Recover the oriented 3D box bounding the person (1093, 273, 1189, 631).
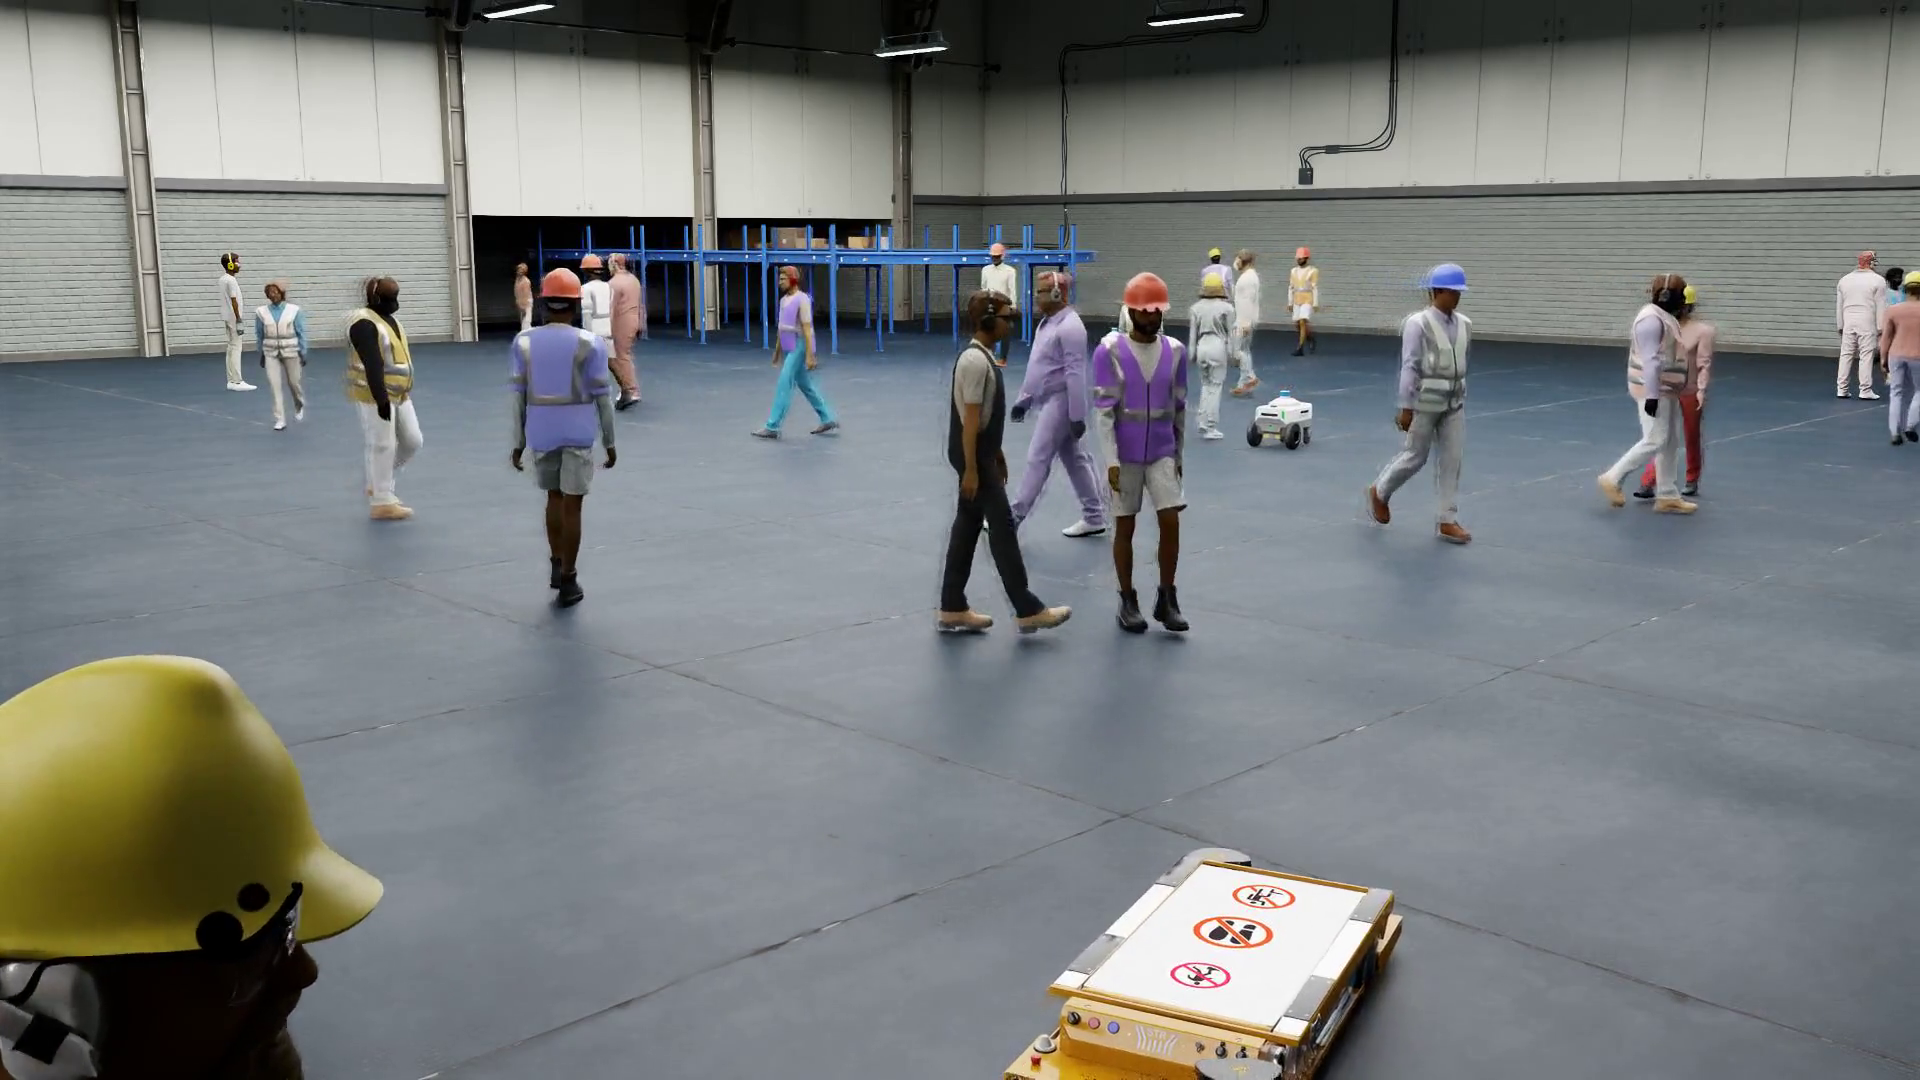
[{"bbox_3d":[0.971,-0.443,8.794,0.549,1.911,0.620,-2,11,-11],"label":"person"}]

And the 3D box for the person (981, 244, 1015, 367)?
[{"bbox_3d":[0.556,-3.758,26.710,0.654,1.964,0.837,5,11,25],"label":"person"}]

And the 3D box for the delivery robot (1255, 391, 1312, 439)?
[{"bbox_3d":[3.291,-1.271,16.875,0.477,0.478,0.707,8,13,36],"label":"delivery robot"}]

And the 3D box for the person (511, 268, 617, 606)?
[{"bbox_3d":[-2.275,-0.608,9.665,0.580,1.917,0.607,1,10,5],"label":"person"}]

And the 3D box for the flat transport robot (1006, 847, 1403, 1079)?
[{"bbox_3d":[0.721,1.185,4.510,0.652,0.197,1.431,5,11,26],"label":"flat transport robot"}]

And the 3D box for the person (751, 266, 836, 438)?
[{"bbox_3d":[-1.741,-1.992,17.571,0.983,1.799,0.588,-5,11,-25],"label":"person"}]

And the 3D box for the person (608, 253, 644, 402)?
[{"bbox_3d":[-4.344,-2.702,21.192,0.566,1.884,0.675,3,11,14],"label":"person"}]

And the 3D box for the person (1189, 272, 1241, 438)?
[{"bbox_3d":[2.671,-1.936,17.463,0.510,1.720,0.483,9,13,39],"label":"person"}]

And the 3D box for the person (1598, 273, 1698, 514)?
[{"bbox_3d":[5.321,-1.117,12.704,0.646,1.825,0.656,8,13,36],"label":"person"}]

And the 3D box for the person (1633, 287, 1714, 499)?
[{"bbox_3d":[5.794,-1.194,13.410,0.536,1.714,0.908,10,14,43],"label":"person"}]

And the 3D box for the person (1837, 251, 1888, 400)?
[{"bbox_3d":[11.690,-2.779,21.551,0.409,1.909,0.640,-6,12,-32],"label":"person"}]

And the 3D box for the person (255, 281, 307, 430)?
[{"bbox_3d":[-7.466,-2.049,18.339,0.523,1.616,0.658,-2,11,-11],"label":"person"}]

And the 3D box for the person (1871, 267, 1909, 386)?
[{"bbox_3d":[13.156,-3.042,23.621,0.542,1.672,0.743,-3,11,-16],"label":"person"}]

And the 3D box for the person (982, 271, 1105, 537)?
[{"bbox_3d":[0.590,-0.921,11.551,0.998,1.860,0.661,-1,10,-8],"label":"person"}]

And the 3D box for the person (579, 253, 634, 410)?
[{"bbox_3d":[-4.388,-2.528,20.225,0.996,1.898,0.554,6,12,31],"label":"person"}]

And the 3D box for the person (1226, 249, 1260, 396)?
[{"bbox_3d":[3.707,-2.843,21.839,0.436,1.927,0.662,1,10,8],"label":"person"}]

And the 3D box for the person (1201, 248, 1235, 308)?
[{"bbox_3d":[4.850,-4.553,31.319,0.673,1.868,0.920,5,12,26],"label":"person"}]

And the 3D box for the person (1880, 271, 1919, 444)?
[{"bbox_3d":[9.616,-1.842,16.840,0.559,1.747,0.412,9,14,41],"label":"person"}]

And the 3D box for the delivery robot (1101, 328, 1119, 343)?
[{"bbox_3d":[2.625,-3.363,28.282,0.477,0.478,0.707,3,11,16],"label":"delivery robot"}]

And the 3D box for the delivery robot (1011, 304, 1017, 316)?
[{"bbox_3d":[1.151,-5.873,41.969,0.477,0.478,0.707,-4,11,-21],"label":"delivery robot"}]

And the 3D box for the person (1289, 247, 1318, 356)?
[{"bbox_3d":[6.128,-4.234,29.495,0.546,1.914,0.736,10,15,44],"label":"person"}]

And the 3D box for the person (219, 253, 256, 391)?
[{"bbox_3d":[-9.961,-2.999,22.850,0.328,1.872,0.514,-8,13,-39],"label":"person"}]

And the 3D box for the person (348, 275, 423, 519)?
[{"bbox_3d":[-4.305,-1.068,12.471,0.444,1.816,0.626,1,10,6],"label":"person"}]

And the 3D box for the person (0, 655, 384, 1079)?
[{"bbox_3d":[-0.570,0.981,1.254,0.404,1.829,0.600,-2,11,-12],"label":"person"}]

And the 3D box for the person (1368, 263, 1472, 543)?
[{"bbox_3d":[3.279,-0.979,11.690,0.626,1.927,0.818,-5,12,-27],"label":"person"}]

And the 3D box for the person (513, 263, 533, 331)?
[{"bbox_3d":[-7.862,-4.170,29.951,0.327,1.610,0.617,-6,12,-29],"label":"person"}]

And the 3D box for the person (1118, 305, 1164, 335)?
[{"bbox_3d":[1.950,-1.997,18.017,0.522,1.636,0.310,6,12,29],"label":"person"}]

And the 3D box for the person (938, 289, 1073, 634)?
[{"bbox_3d":[0.236,-0.406,8.828,0.762,1.820,0.542,0,10,-1],"label":"person"}]
